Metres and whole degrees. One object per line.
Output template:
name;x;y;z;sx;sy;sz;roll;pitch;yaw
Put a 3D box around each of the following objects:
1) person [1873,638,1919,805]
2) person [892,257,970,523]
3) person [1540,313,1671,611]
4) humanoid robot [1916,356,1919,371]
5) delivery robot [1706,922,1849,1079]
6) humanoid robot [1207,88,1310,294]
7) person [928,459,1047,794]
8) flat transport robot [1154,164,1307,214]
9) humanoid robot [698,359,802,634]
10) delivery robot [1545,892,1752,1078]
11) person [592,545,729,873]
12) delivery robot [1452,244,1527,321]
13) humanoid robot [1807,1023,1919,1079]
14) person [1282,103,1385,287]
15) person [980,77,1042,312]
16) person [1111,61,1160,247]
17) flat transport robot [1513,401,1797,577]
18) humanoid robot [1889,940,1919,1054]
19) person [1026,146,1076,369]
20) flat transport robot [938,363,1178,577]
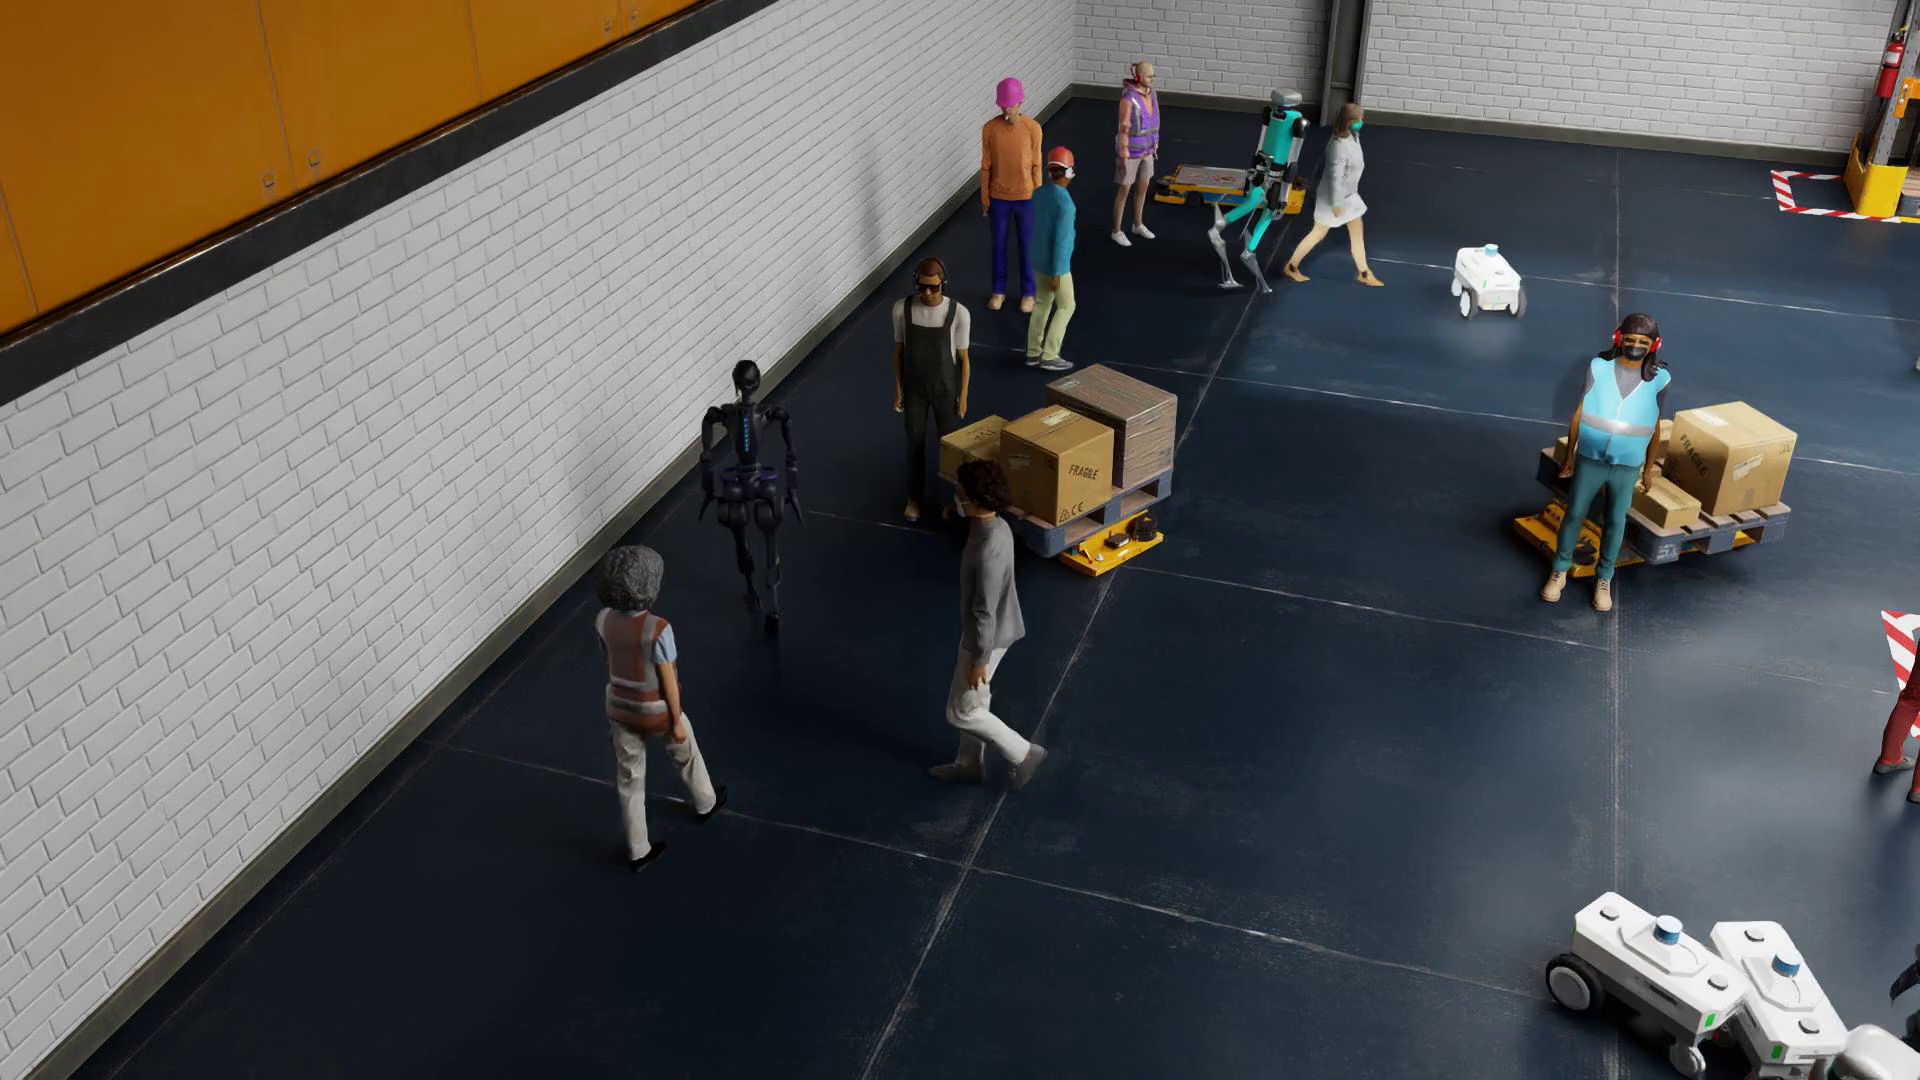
person;4.969;0.524;8.257;0.308;1.768;0.524;-6;31;-10
person;-0.186;-0.962;10.721;0.499;1.839;0.344;7;31;11
person;3.834;-0.463;9.838;0.520;1.866;0.392;11;32;19
humanoid robot;7.600;-2.012;12.505;0.530;1.704;0.695;20;36;30
delivery robot;3.428;1.952;7.018;0.525;0.591;0.763;0;30;-1
humanoid robot;2.442;-2.883;14.104;0.886;1.782;0.538;-15;33;-23
person;0.119;0.462;8.237;0.515;1.887;0.565;0;30;1
flat transport robot;2.701;-3.492;16.566;1.431;0.231;0.659;8;31;13
humanoid robot;-1.232;-0.233;9.660;0.609;1.633;0.624;-3;31;-5
delivery robot;2.977;1.867;7.176;0.499;0.603;0.792;-21;36;-32
person;-1.445;0.751;7.965;0.457;1.650;0.790;12;33;19
delivery robot;4.463;-2.186;14.079;0.499;0.612;0.796;-2;31;-3
humanoid robot;2.889;2.311;5.247;0.968;1.746;0.531;22;37;33
person;3.282;-2.973;14.353;0.851;1.603;0.512;18;35;28
person;0.420;-2.859;13.816;0.515;1.973;0.401;4;31;7
person;1.623;-3.550;15.266;0.487;1.688;0.348;-24;38;-34
flat transport robot;4.402;-0.098;10.793;1.431;0.231;0.659;-10;32;-16
humanoid robot;3.936;1.698;6.353;0.586;1.633;0.440;3;31;5
person;0.715;-2.174;12.896;0.484;1.711;0.582;-15;34;-24
flat transport robot;0.586;-0.201;10.968;0.659;0.231;1.431;-26;39;-37
